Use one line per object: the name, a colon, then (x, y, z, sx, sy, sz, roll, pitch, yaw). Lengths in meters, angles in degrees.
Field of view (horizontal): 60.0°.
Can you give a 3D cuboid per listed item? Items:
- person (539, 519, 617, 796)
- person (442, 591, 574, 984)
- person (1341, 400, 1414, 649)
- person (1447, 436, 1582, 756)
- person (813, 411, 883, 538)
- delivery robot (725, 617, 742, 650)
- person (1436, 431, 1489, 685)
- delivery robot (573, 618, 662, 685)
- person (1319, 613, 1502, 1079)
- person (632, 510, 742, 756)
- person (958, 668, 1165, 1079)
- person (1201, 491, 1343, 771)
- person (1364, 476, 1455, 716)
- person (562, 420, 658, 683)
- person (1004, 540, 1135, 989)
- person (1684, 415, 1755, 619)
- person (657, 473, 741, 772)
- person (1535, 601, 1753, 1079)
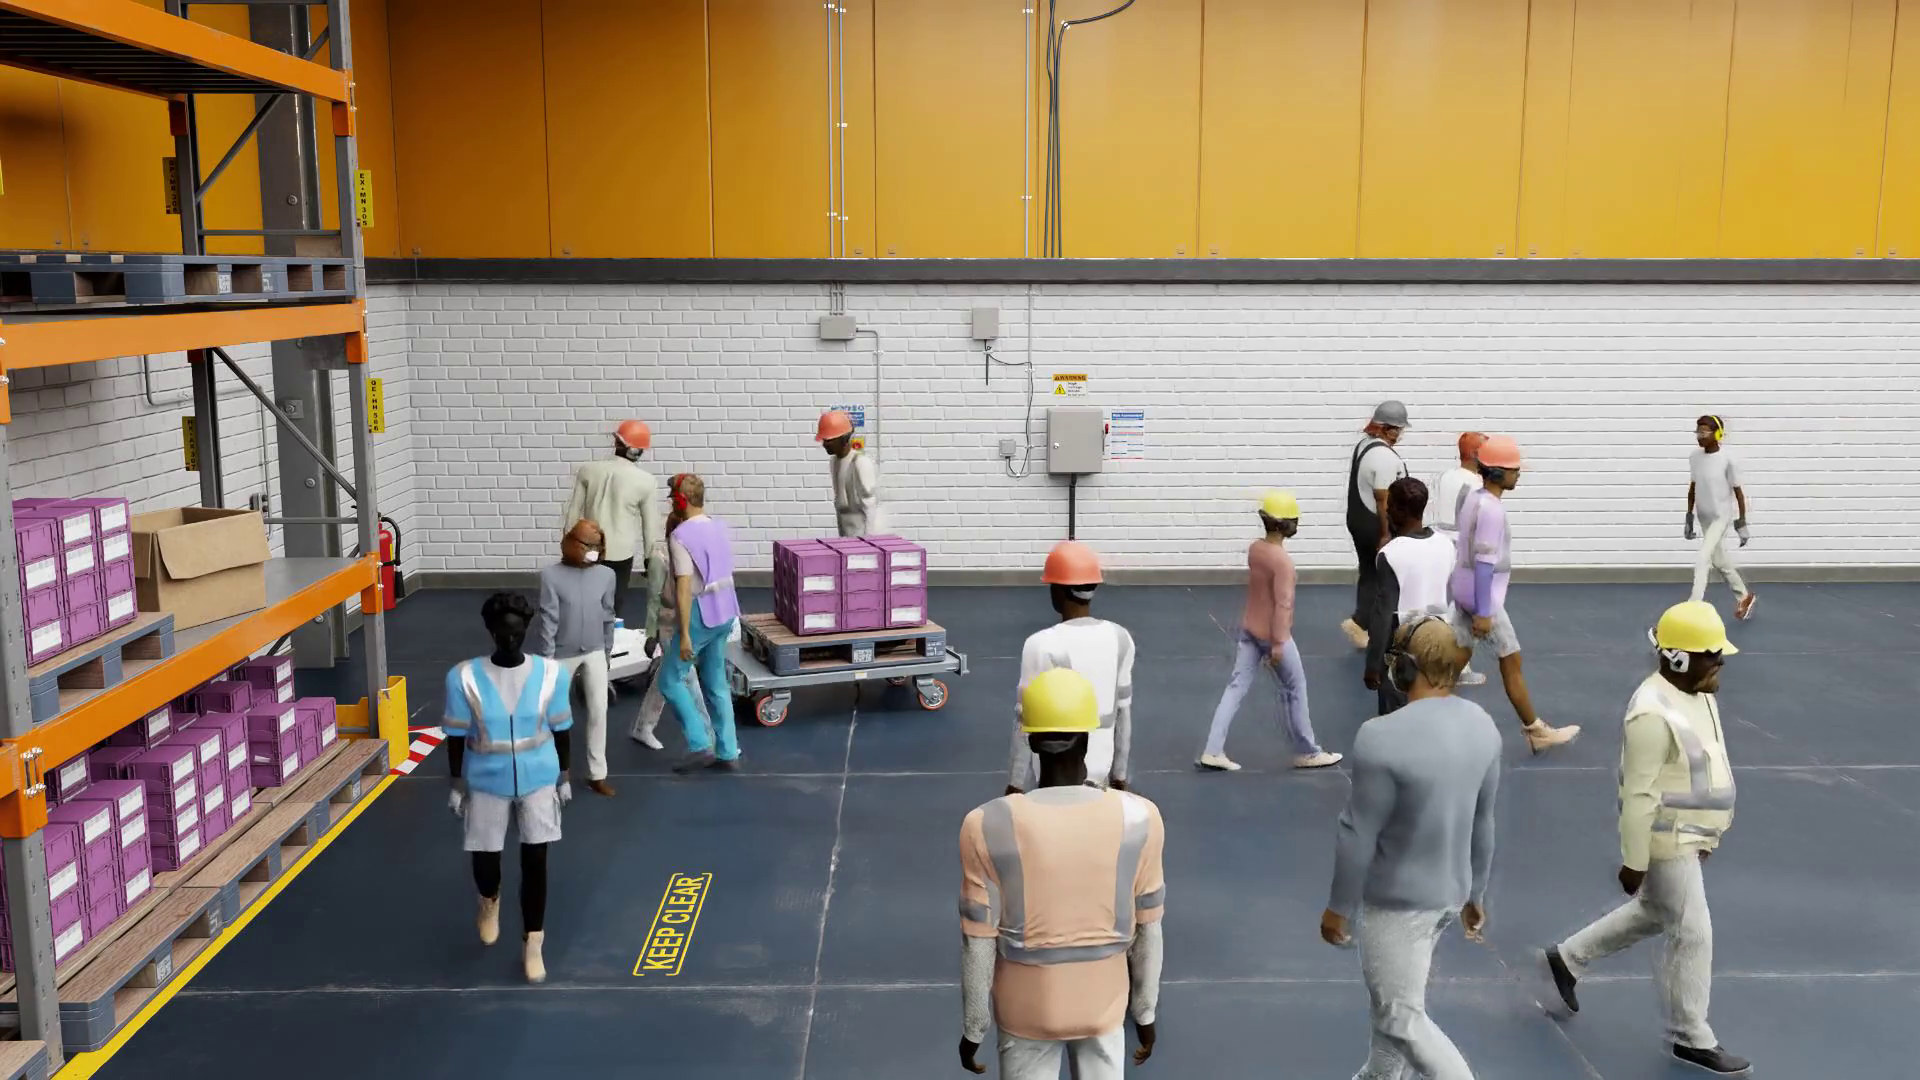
person: (-2.262, 0.661, 9.739, 0.512, 1.610, 0.757, -6, 11, -34)
person: (-1.927, 1.034, 7.139, 0.548, 1.686, 0.448, -4, 10, -21)
person: (3.341, -0.121, 13.165, 0.538, 2.000, 0.698, -1, 9, -7)
person: (3.396, 0.359, 10.333, 0.983, 2.000, 0.635, 1, 9, 5)
person: (-0.860, -0.051, 13.088, 1.189, 1.927, 0.621, -4, 10, -24)
delivery robot: (-1.952, 0.709, 12.337, 0.477, 0.478, 0.707, 8, 12, 39)
person: (3.647, 0.138, 12.093, 0.455, 1.872, 0.603, -2, 10, -14)
delivery robot: (-2.432, 0.799, 11.782, 0.477, 0.478, 0.707, 7, 12, 38)
person: (1.560, 1.194, 5.534, 0.630, 1.910, 0.886, -8, 12, -39)
person: (-1.730, 0.569, 10.320, 0.900, 1.585, 0.524, 4, 10, 26)
person: (0.279, 1.314, 4.724, 0.591, 1.923, 0.381, -2, 9, -10)
person: (1.864, 0.554, 10.010, 0.899, 1.721, 0.528, -3, 10, -20)
person: (2.441, 0.610, 9.073, 0.593, 1.918, 0.418, -7, 12, -37)
person: (-2.541, 0.086, 12.248, 0.691, 1.935, 0.656, 3, 10, 15)
person: (0.514, 0.953, 7.034, 0.558, 1.903, 0.941, -7, 11, -35)
person: (6.512, -0.173, 14.216, 0.973, 1.818, 0.556, -3, 10, -19)
person: (-1.565, 0.512, 9.973, 0.494, 1.813, 0.615, 3, 10, 20)
person: (2.664, 1.101, 6.403, 0.794, 1.809, 0.591, 6, 11, 35)
